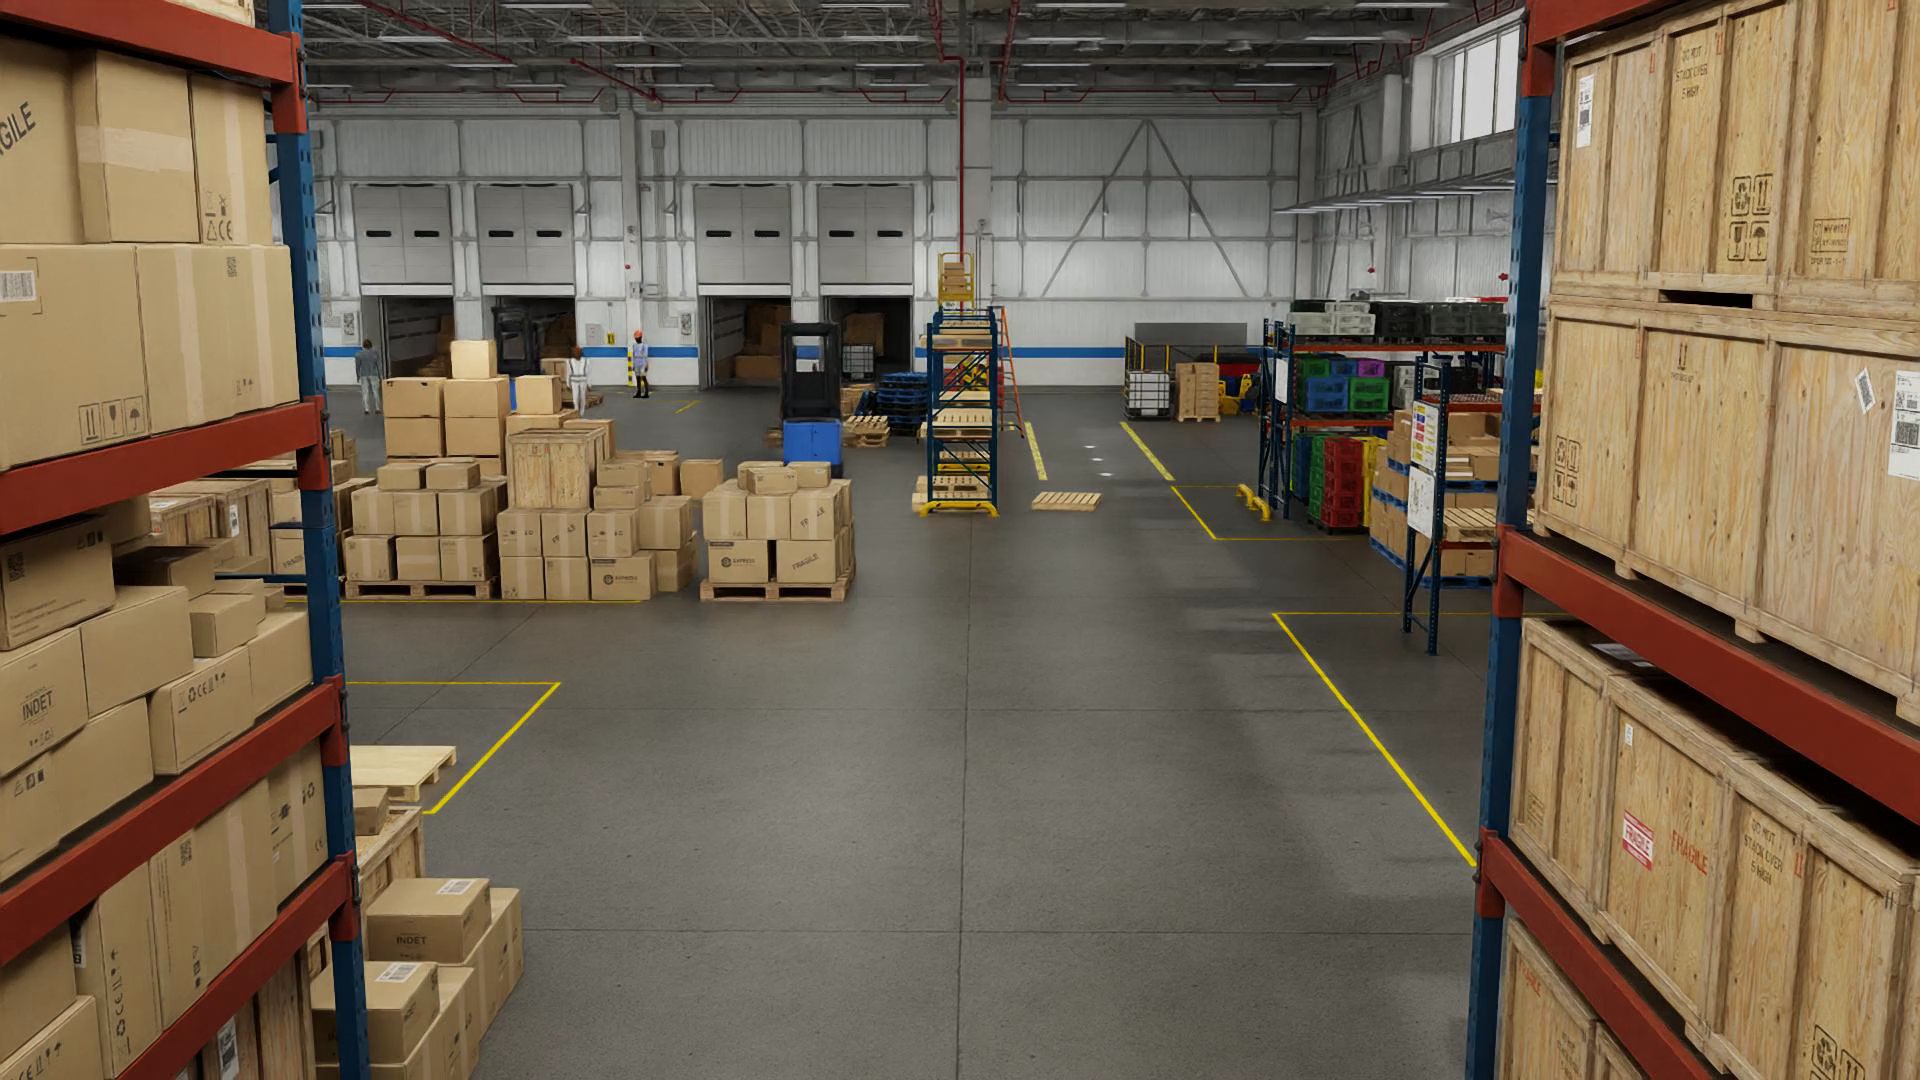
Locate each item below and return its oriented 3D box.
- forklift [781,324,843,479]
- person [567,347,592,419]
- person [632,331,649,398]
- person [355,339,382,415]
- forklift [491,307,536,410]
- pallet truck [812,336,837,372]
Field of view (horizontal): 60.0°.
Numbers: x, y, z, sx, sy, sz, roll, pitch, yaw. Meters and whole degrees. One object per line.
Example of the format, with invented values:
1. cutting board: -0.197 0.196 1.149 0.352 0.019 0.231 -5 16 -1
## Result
1. forklift: -2.741 -2.587 30.628 1.129 2.768 1.873 -1 10 -6
2. person: -9.316 -3.800 40.688 0.577 1.833 0.992 -3 10 -17
3. person: -9.076 -4.969 47.128 0.546 1.927 0.390 6 11 31
4. person: -15.073 -4.162 42.430 0.634 1.936 0.351 -3 10 -16
5. forklift: -10.749 -4.230 40.109 1.129 2.768 1.873 0 10 1
6. pallet truck: -3.021 -4.312 43.126 1.885 1.965 0.823 3 10 17
